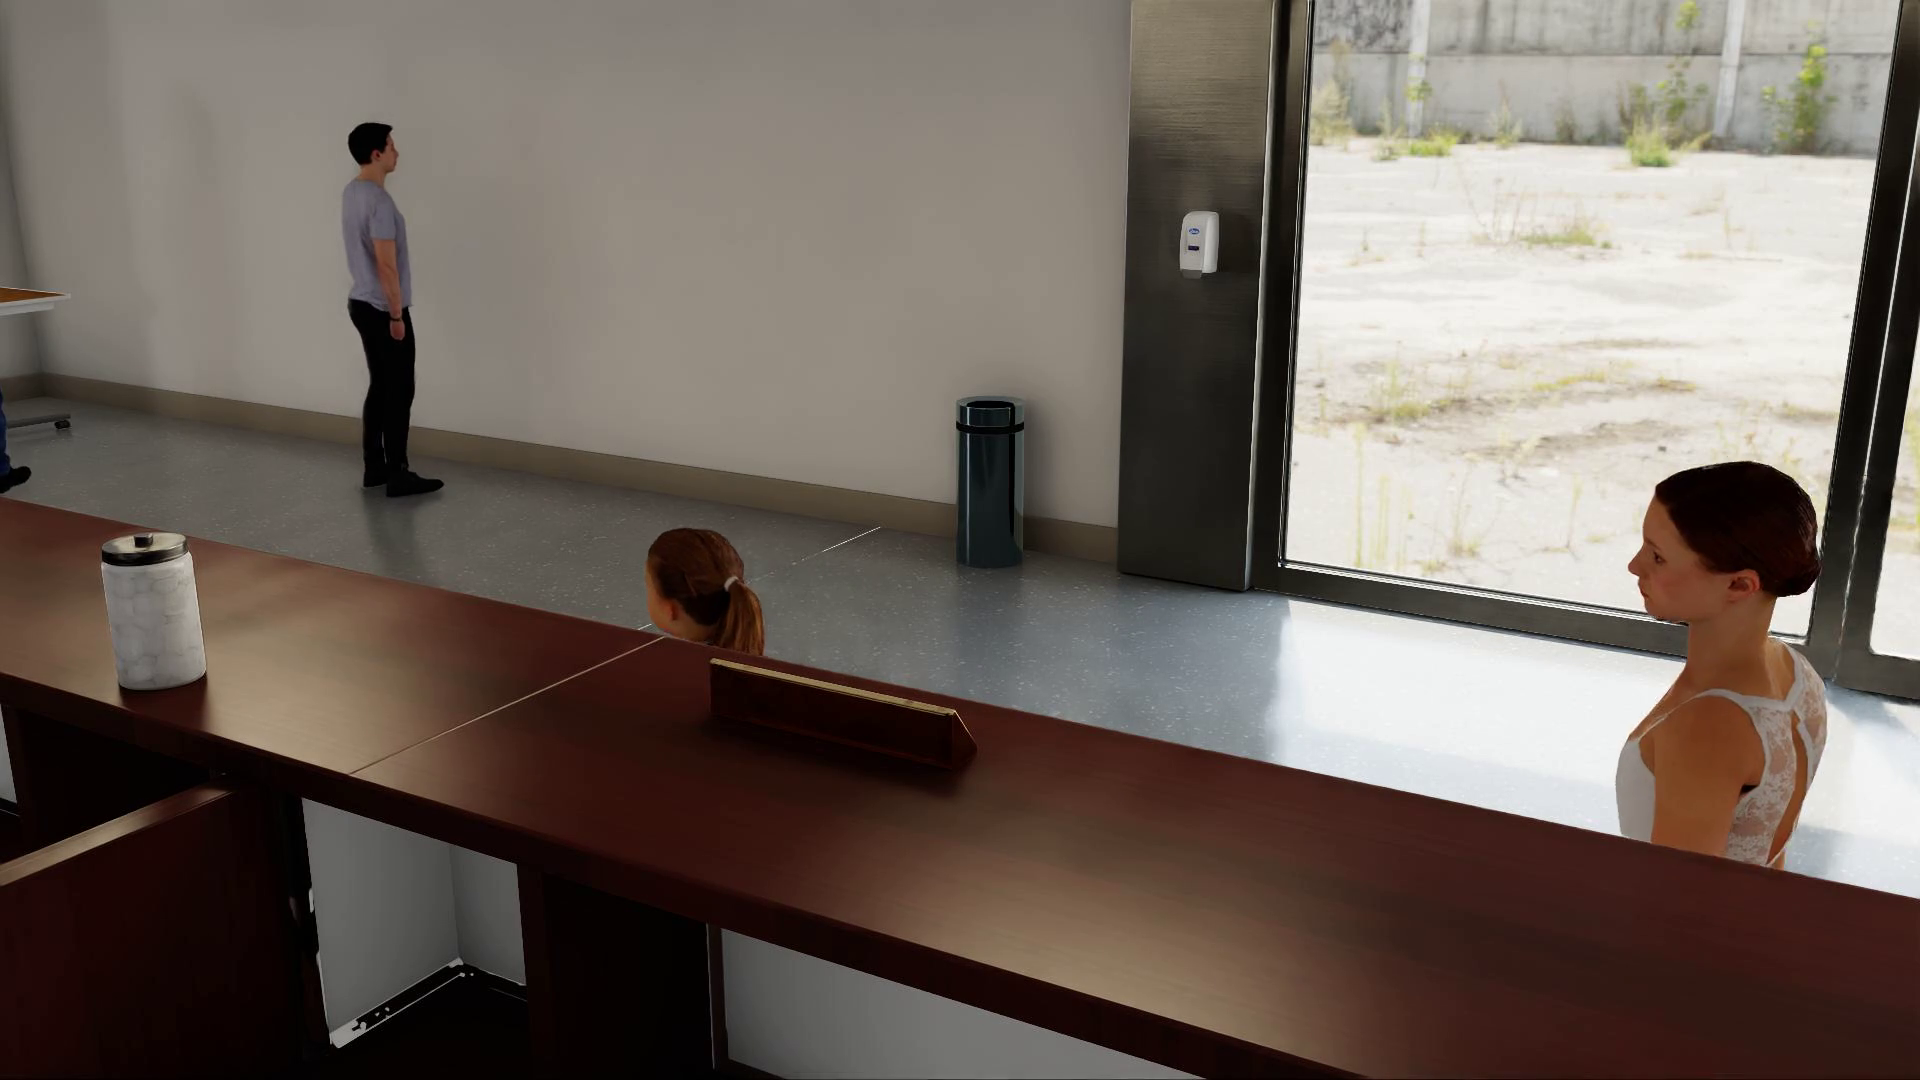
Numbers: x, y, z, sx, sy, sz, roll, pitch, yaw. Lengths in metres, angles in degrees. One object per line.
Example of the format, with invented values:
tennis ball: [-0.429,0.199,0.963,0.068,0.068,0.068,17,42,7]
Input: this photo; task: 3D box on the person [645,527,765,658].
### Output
person: [-0.413,0.622,3.179,0.648,1.281,0.825,12,20,36]

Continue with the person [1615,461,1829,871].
person: [1.099,0.693,2.293,0.697,1.625,0.604,13,21,40]

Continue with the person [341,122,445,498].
person: [-2.966,-1.166,8.457,0.720,1.858,0.760,-11,19,-35]
